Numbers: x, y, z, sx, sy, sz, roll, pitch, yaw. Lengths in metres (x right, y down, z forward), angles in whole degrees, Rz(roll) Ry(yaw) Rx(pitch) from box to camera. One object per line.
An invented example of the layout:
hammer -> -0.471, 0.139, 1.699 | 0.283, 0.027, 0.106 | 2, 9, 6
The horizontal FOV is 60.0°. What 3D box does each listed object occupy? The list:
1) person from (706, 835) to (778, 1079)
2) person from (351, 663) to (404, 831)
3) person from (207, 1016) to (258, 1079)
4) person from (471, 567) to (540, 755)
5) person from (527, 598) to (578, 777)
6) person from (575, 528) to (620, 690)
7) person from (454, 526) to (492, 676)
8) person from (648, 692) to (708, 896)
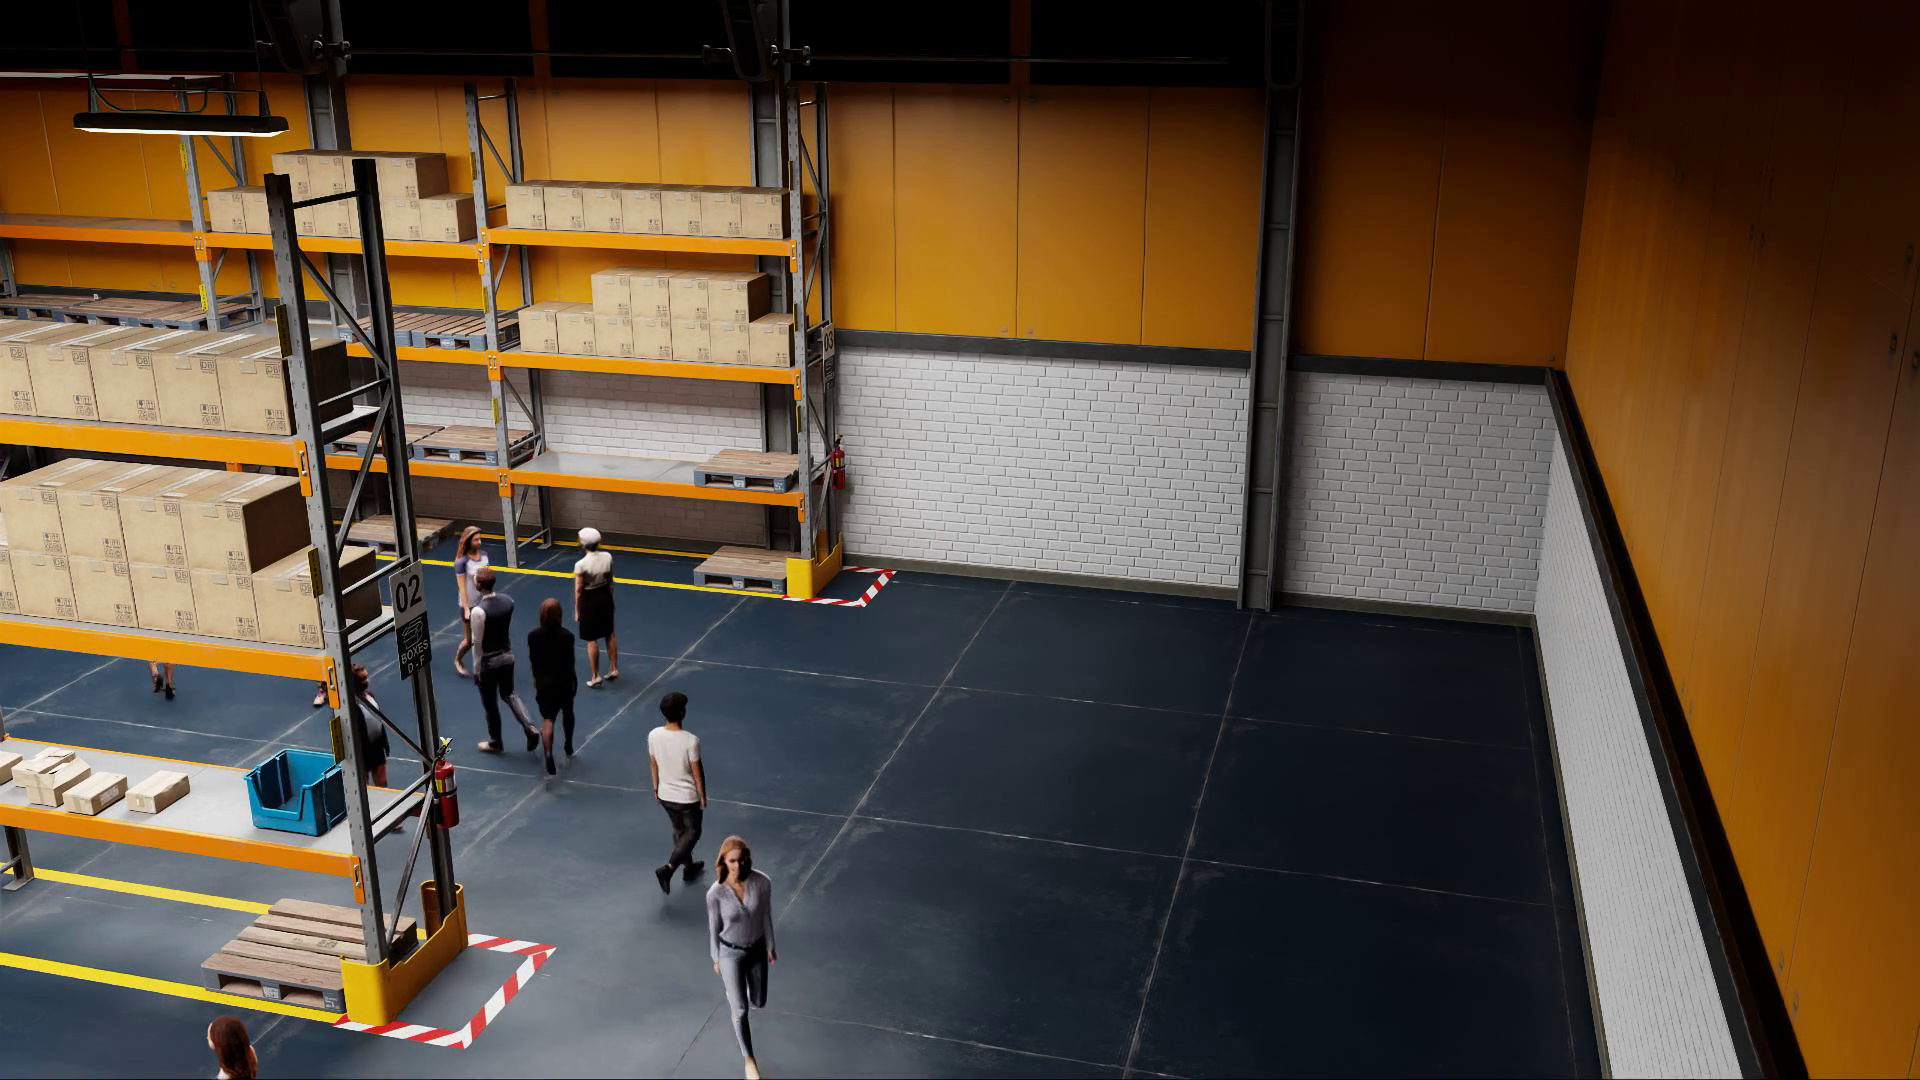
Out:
person -> -1.481, 2.773, 11.266 | 0.997, 1.785, 0.995 | -7, 20, -19
person -> -5.252, 1.801, 14.529 | 0.935, 1.544, 0.638 | 8, 20, 23
person -> -4.201, 3.439, 9.755 | 0.593, 1.485, 0.600 | -2, 19, -5
person -> -4.352, 1.170, 15.808 | 1.054, 1.924, 0.839 | 11, 22, 30
person -> -3.799, 1.396, 15.524 | 1.055, 1.676, 0.899 | -2, 19, -5
person -> -3.801, 0.717, 17.426 | 0.710, 1.749, 0.710 | -18, 25, -42
person -> -5.170, 0.685, 17.580 | 1.025, 1.710, 0.823 | 13, 23, 34
person -> -2.311, 2.066, 13.485 | 0.912, 1.707, 0.782 | 8, 20, 21
